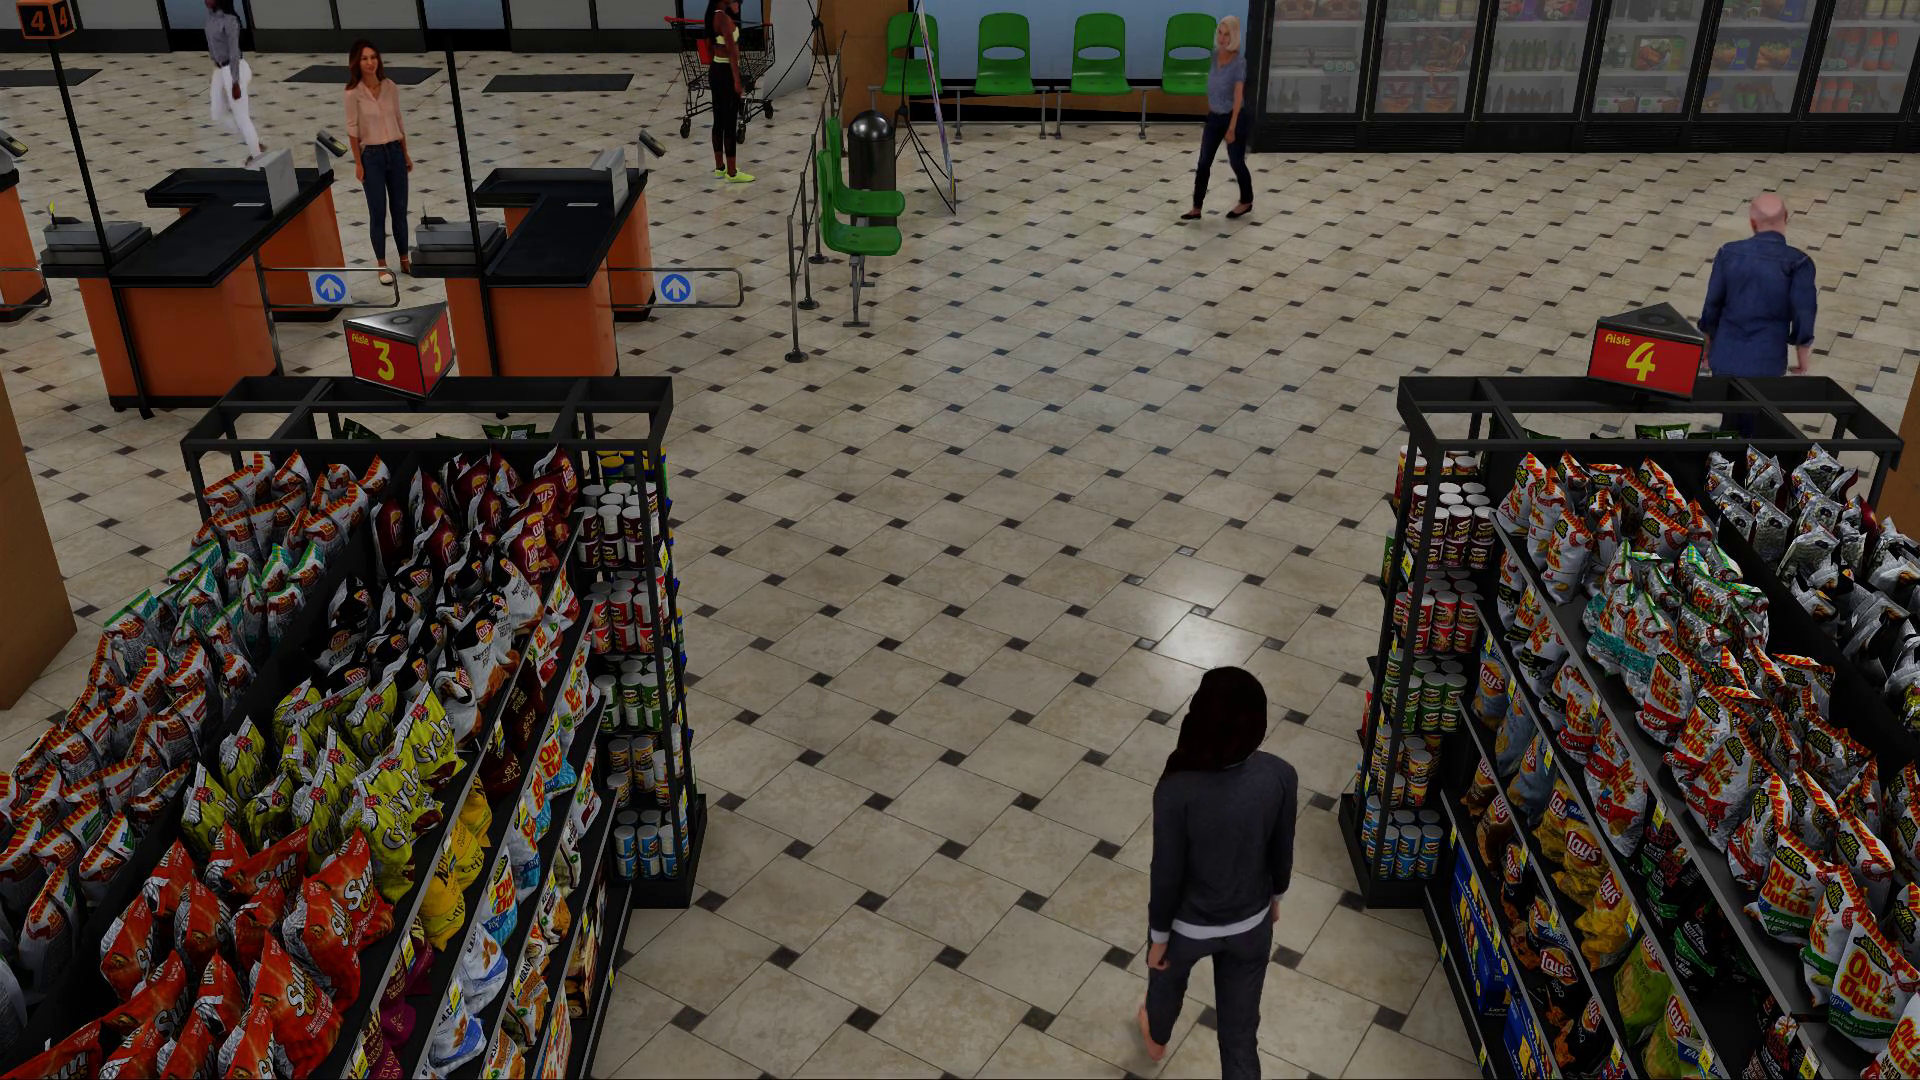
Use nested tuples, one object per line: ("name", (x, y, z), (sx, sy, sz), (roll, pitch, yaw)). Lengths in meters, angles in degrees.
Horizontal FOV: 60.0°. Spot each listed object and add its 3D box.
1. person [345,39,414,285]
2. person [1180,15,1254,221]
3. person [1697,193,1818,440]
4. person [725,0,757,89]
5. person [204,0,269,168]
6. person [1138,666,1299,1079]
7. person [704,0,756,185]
("person", (-4.285, -2.806, 12.320), (0.668, 1.790, 0.723), (-24, 37, -37))
("person", (2.237, -3.426, 13.567), (0.983, 1.684, 1.000), (-15, 32, -25))
("person", (4.146, -0.899, 8.832), (1.179, 1.784, 1.176), (-18, 33, -29))
("person", (-2.449, -5.817, 17.779), (0.809, 1.842, 0.596), (-4, 29, -8))
("person", (-6.373, -4.101, 14.771), (0.822, 1.713, 0.760), (-24, 37, -37))
("person", (0.800, 1.214, 5.028), (0.747, 1.723, 1.179), (-5, 29, -9))
("person", (-2.078, -4.037, 14.611), (0.703, 1.754, 0.609), (-18, 33, -29))
